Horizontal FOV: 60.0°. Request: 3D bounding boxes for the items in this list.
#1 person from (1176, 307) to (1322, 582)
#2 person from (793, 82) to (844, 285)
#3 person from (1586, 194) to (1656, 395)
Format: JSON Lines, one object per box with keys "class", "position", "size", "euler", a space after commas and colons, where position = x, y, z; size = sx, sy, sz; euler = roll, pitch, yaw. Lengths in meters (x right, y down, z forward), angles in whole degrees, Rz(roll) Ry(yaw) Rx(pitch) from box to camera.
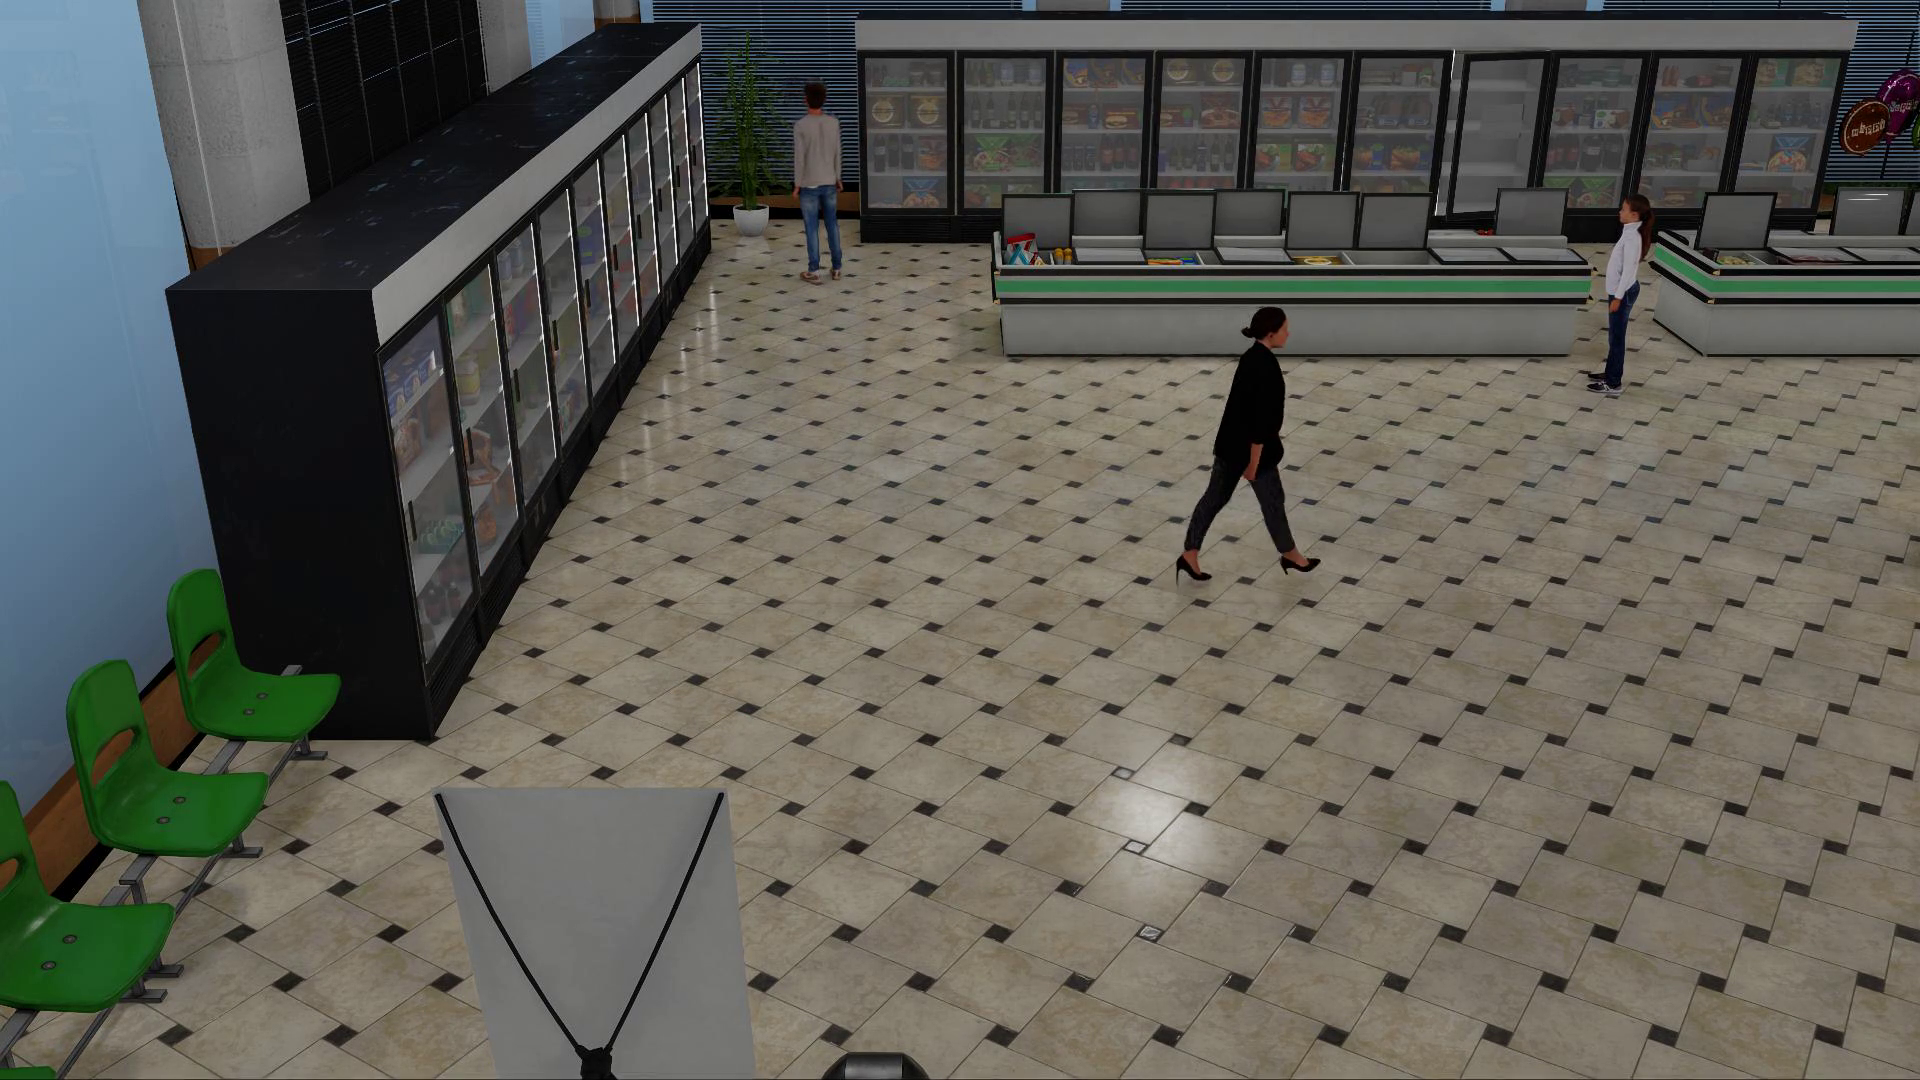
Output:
{"class": "person", "position": [1.567, -0.499, 9.626], "size": [1.163, 1.667, 0.813], "euler": [-5, 24, -12]}
{"class": "person", "position": [-1.369, -3.446, 16.067], "size": [0.676, 1.902, 0.812], "euler": [-12, 26, -25]}
{"class": "person", "position": [5.208, -1.940, 13.054], "size": [0.623, 1.559, 0.601], "euler": [9, 25, 19]}
